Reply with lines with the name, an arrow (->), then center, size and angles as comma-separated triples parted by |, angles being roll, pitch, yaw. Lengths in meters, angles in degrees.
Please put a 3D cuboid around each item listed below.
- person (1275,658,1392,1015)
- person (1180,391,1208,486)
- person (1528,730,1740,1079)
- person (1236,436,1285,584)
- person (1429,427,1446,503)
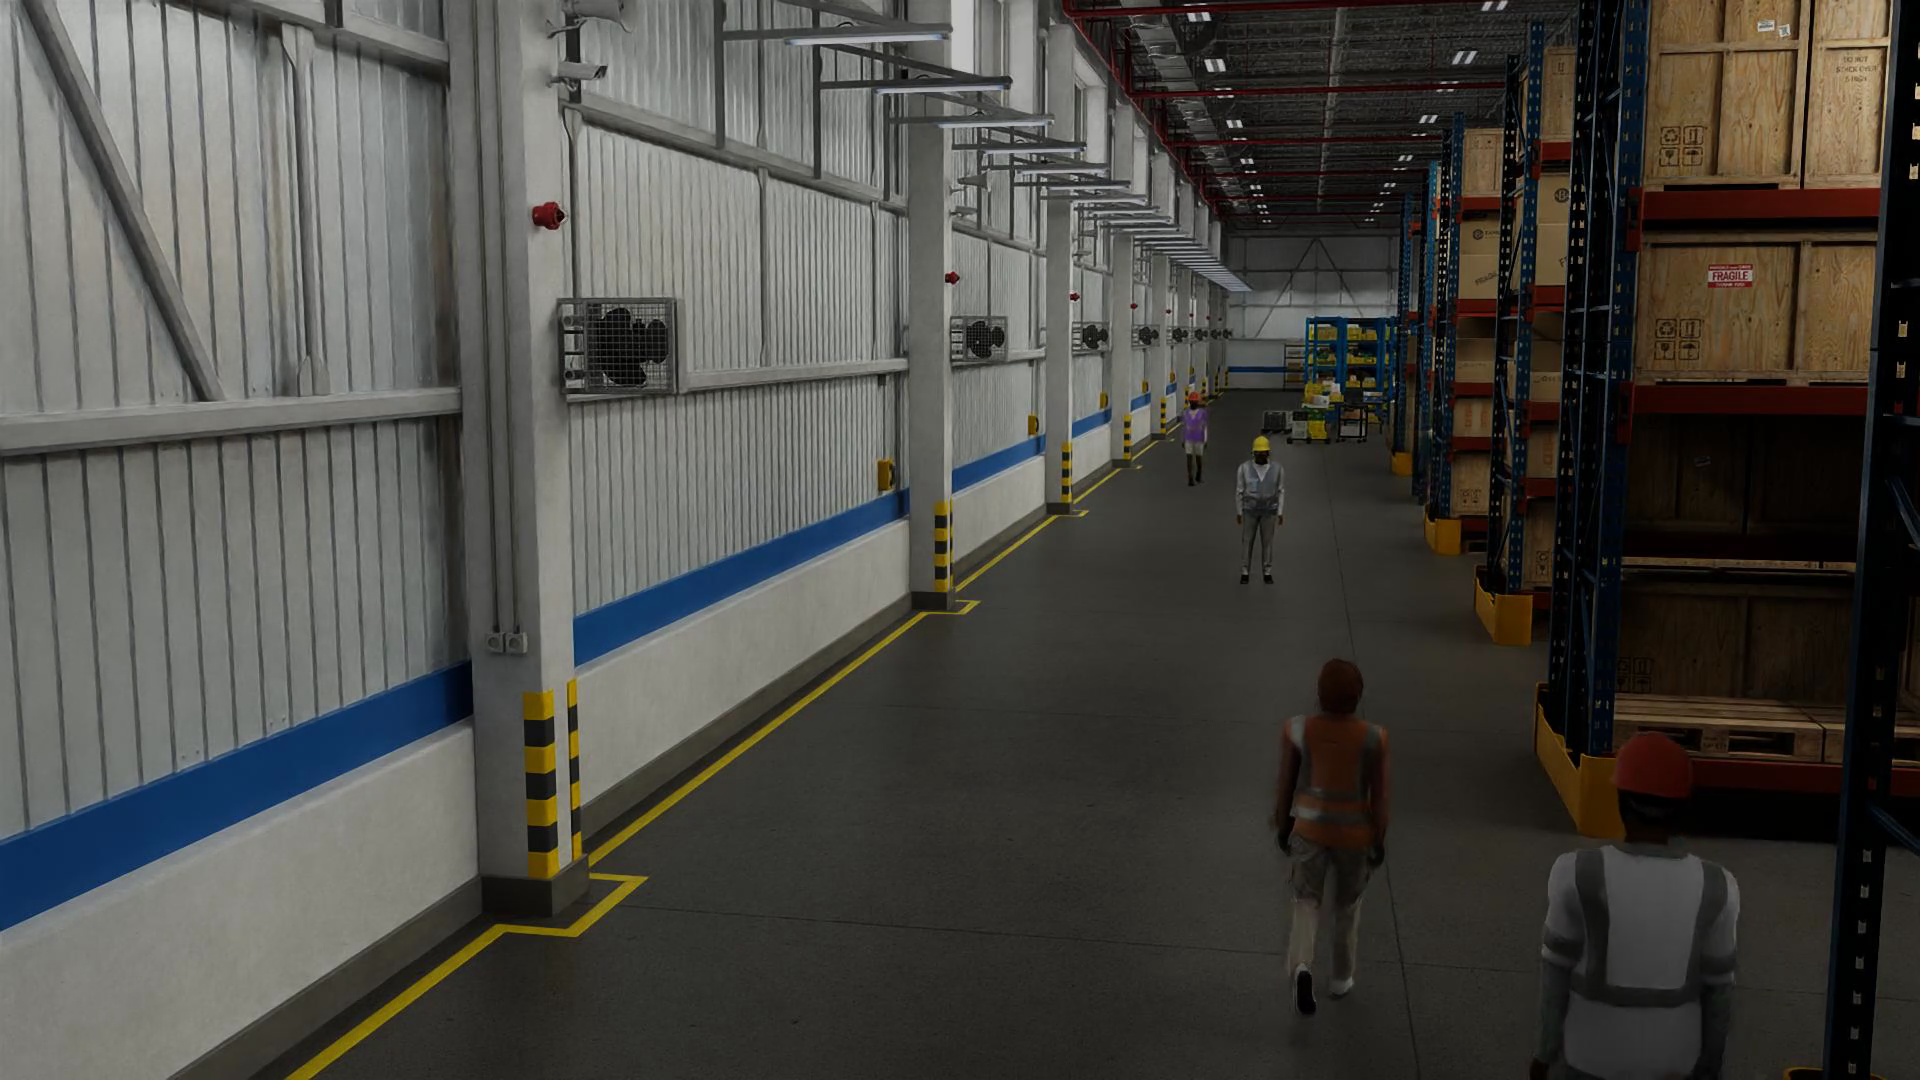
person -> 1.684, 1.351, 7.566 | 0.522, 1.617, 0.647 | 3, 8, 20
person -> 4.735, -2.055, 33.637 | 0.570, 1.925, 0.549 | 2, 7, 17
person -> 2.006, 1.528, 4.950 | 0.563, 1.923, 0.650 | 1, 7, 7
person -> 3.695, -0.365, 20.470 | 0.591, 1.834, 0.404 | 1, 7, 5
person -> 7.961, -1.169, 27.047 | 0.641, 1.794, 0.919 | 5, 9, 37
